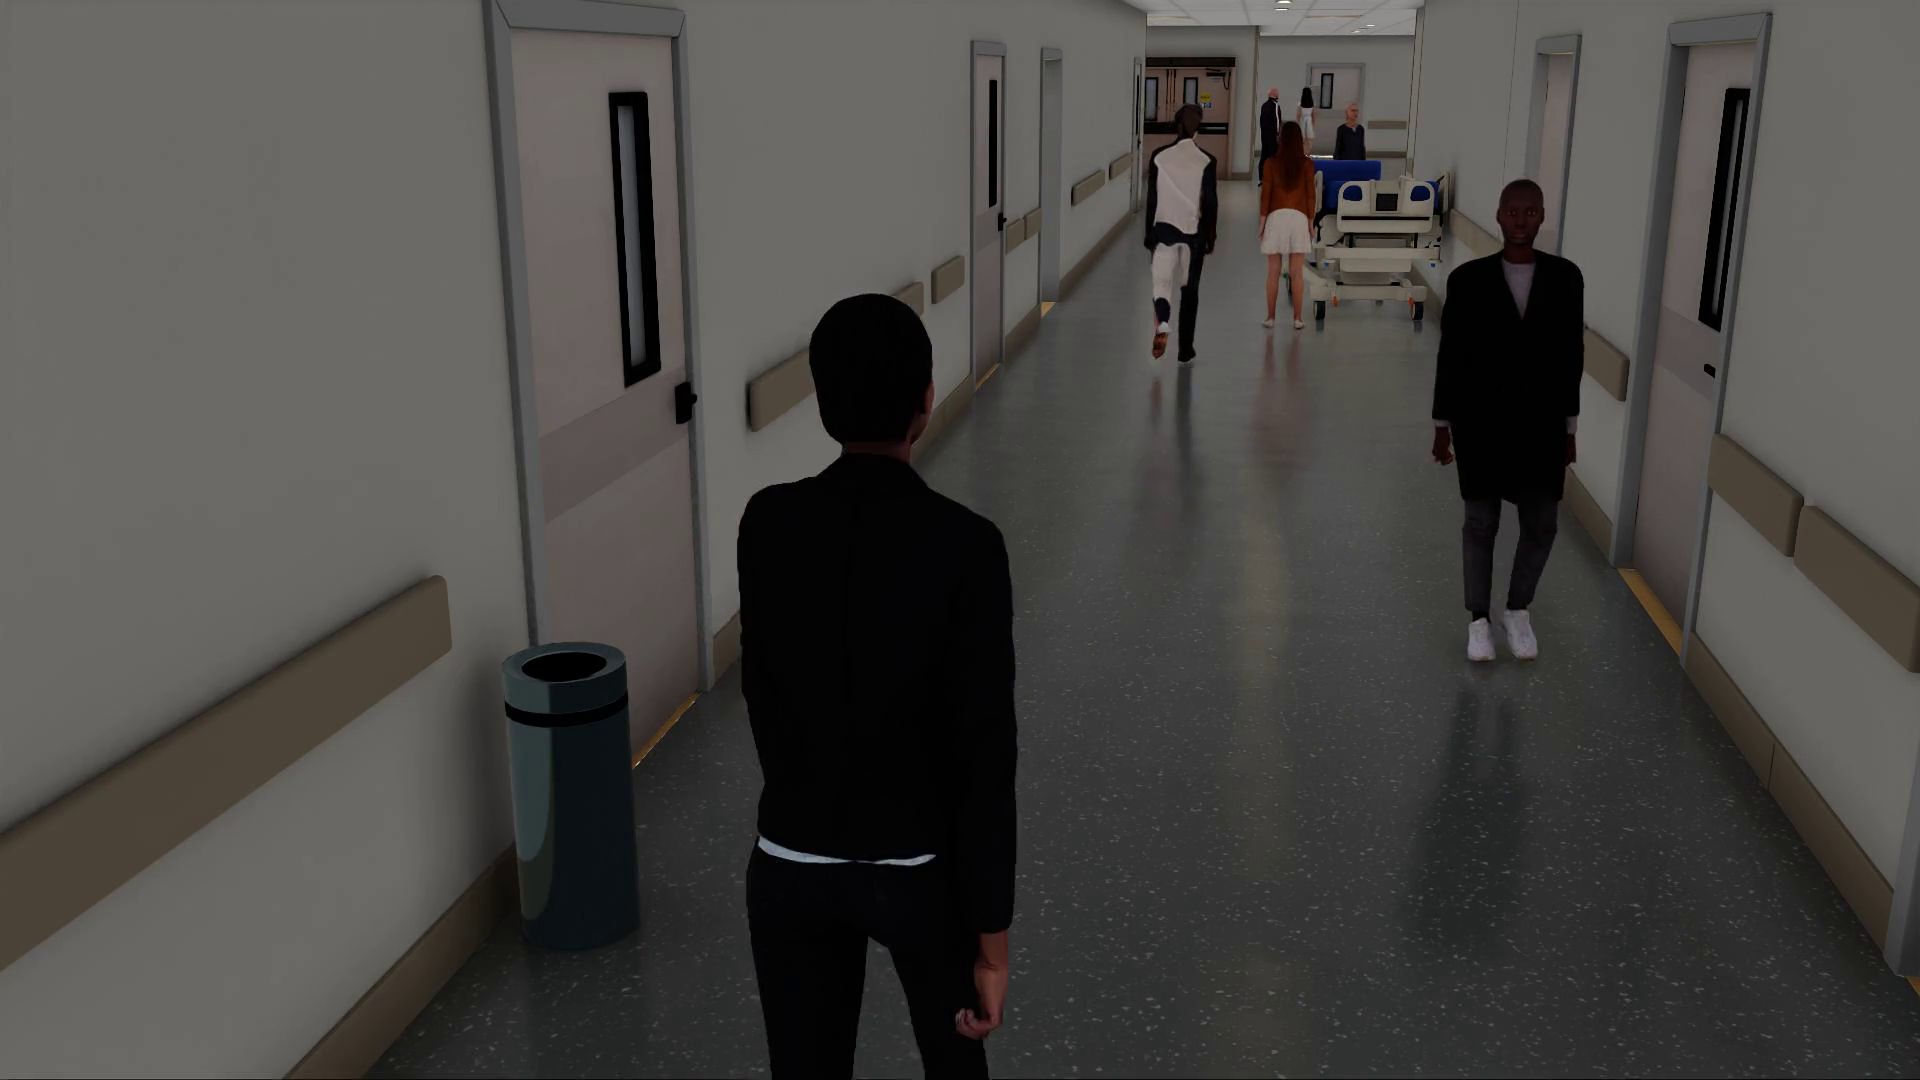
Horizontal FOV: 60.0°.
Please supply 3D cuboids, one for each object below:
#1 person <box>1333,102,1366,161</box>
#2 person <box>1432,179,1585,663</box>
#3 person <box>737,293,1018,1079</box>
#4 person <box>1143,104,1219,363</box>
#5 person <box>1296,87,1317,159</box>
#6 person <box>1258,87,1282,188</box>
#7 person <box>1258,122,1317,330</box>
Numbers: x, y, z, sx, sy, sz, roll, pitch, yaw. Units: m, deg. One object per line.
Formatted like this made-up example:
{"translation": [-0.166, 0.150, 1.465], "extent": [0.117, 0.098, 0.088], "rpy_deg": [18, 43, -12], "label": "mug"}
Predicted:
{"translation": [5.348, -5.150, 22.888], "extent": [0.626, 1.724, 0.763], "rpy_deg": [-5, 16, -16], "label": "person"}
{"translation": [2.003, -0.433, 6.101], "extent": [0.547, 1.755, 0.734], "rpy_deg": [3, 16, 11], "label": "person"}
{"translation": [-0.163, 0.605, 2.377], "extent": [1.081, 1.777, 0.690], "rpy_deg": [4, 16, 13], "label": "person"}
{"translation": [1.589, -2.211, 12.184], "extent": [0.904, 1.875, 0.780], "rpy_deg": [4, 16, 13], "label": "person"}
{"translation": [7.769, -9.224, 37.269], "extent": [0.868, 1.761, 0.803], "rpy_deg": [-1, 16, -3], "label": "person"}
{"translation": [5.809, -7.550, 31.192], "extent": [0.782, 1.837, 0.765], "rpy_deg": [-7, 17, -24], "label": "person"}
{"translation": [2.765, -2.662, 14.076], "extent": [0.492, 1.717, 0.677], "rpy_deg": [2, 16, 9], "label": "person"}
